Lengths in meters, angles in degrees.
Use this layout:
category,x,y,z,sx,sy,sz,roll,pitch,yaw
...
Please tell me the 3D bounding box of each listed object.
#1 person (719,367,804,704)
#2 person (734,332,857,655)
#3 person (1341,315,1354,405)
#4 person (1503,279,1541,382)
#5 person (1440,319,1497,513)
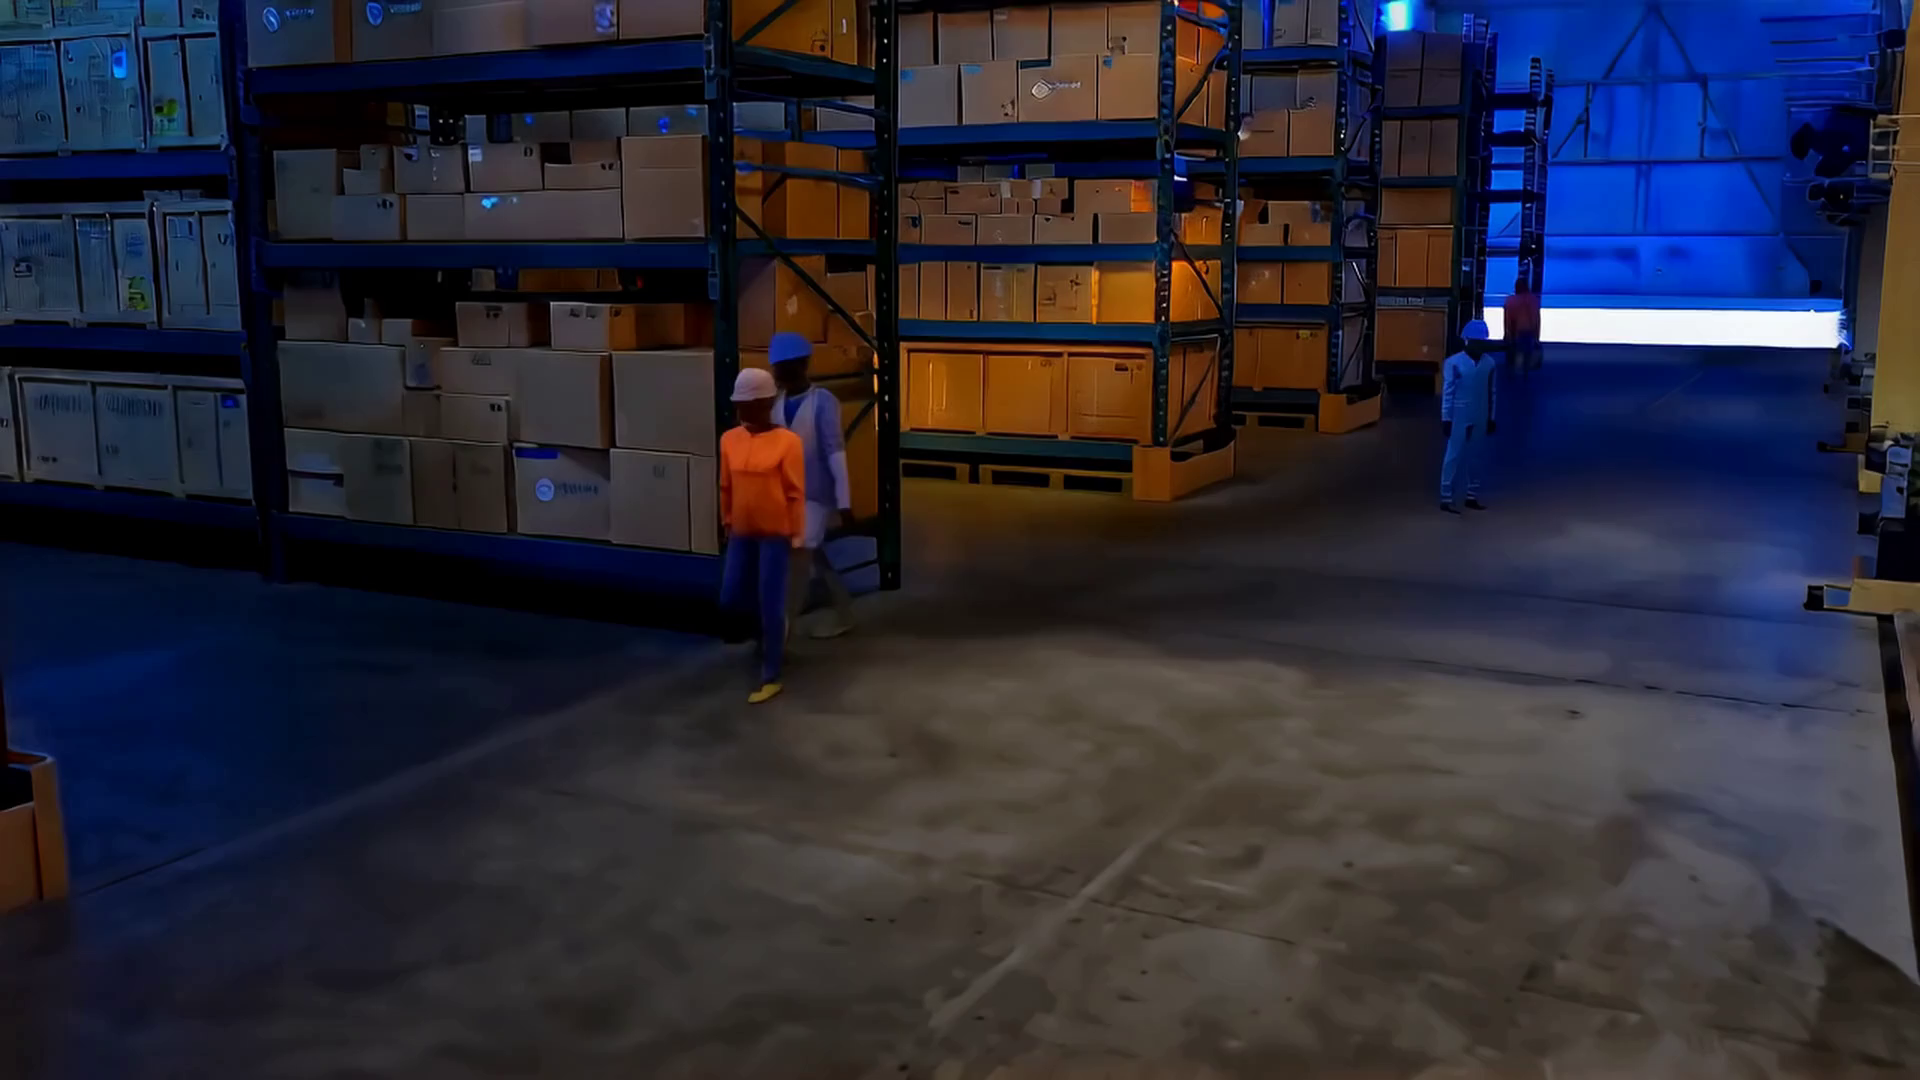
category,x,y,z,sx,sy,sz,roll,pitch,yaw
person,-1.021,-0.039,8.750,0.528,1.756,0.483,5,11,25
person,-0.952,-0.266,9.693,0.559,1.871,1.004,9,13,42
person,5.721,-2.835,25.110,0.487,1.686,0.917,-5,11,-27
person,10.234,-3.820,30.343,0.681,1.840,1.020,1,10,8
person,4.607,-1.114,14.990,0.576,1.743,0.354,-4,10,-20
